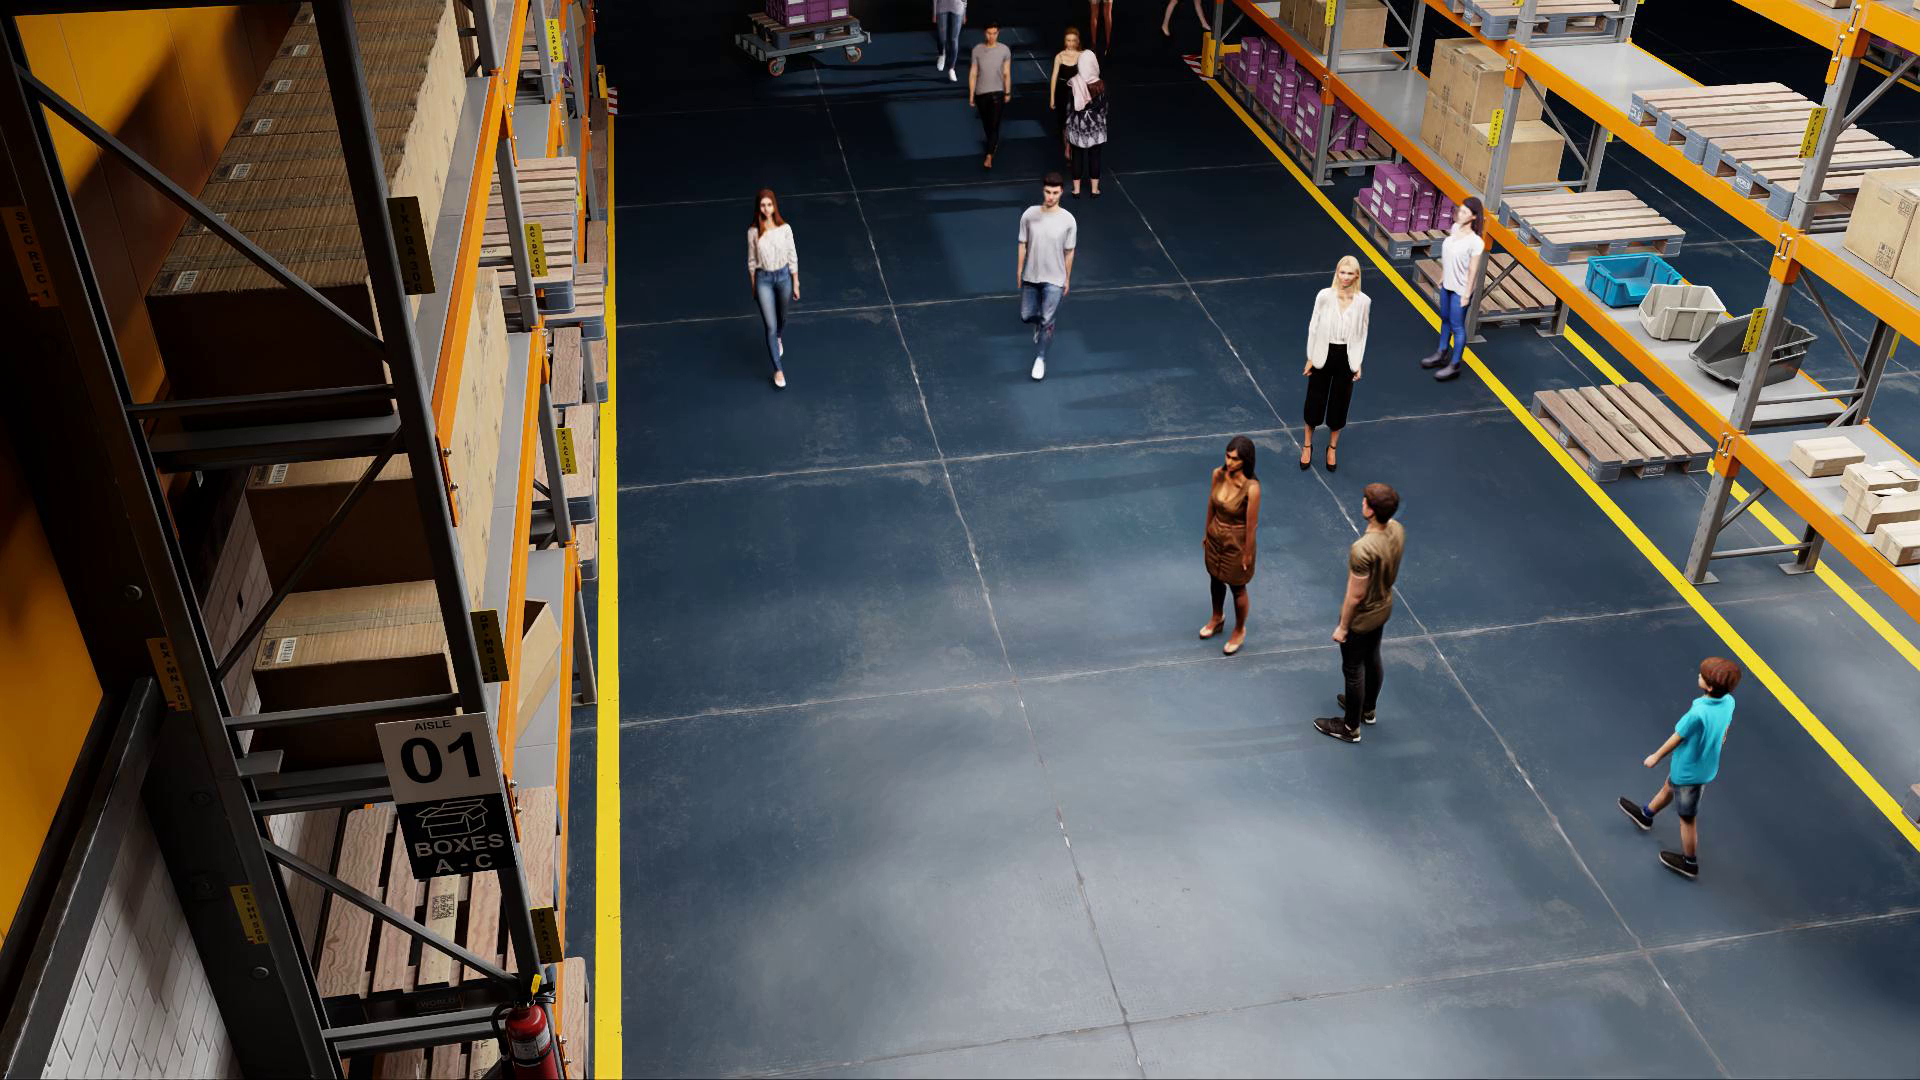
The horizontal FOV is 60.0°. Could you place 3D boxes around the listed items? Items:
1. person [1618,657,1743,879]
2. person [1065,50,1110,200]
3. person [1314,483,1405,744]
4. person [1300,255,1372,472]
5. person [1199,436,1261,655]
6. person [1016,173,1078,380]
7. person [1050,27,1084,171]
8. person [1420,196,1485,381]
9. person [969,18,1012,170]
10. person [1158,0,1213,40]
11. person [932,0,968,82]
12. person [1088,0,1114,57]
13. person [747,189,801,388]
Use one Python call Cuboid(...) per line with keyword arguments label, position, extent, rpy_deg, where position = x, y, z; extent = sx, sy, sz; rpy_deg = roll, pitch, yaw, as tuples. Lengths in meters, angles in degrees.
Cuboid(label="person", position=(4.282, 1.331, 9.566), extent=(0.776, 1.418, 0.948), rpy_deg=(-24, 40, -31))
Cuboid(label="person", position=(1.382, -4.537, 18.198), extent=(0.696, 1.635, 0.695), rpy_deg=(3, 34, 4))
Cuboid(label="person", position=(2.559, 0.454, 10.494), extent=(0.782, 1.851, 0.749), rpy_deg=(26, 41, 33))
Cuboid(label="person", position=(2.980, -1.396, 13.270), extent=(0.668, 1.859, 0.632), rpy_deg=(5, 34, 8))
Cuboid(label="person", position=(1.838, 0.027, 11.288), extent=(0.699, 1.683, 0.595), rpy_deg=(-24, 41, -32))
Cuboid(label="person", position=(0.769, -2.381, 14.748), extent=(0.910, 1.864, 1.072), rpy_deg=(9, 35, 13))
Cuboid(label="person", position=(1.273, -5.094, 19.077), extent=(0.825, 1.589, 1.173), rpy_deg=(1, 34, 1))
Cuboid(label="person", position=(4.399, -2.224, 14.676), extent=(0.664, 1.682, 0.473), rpy_deg=(-8, 34, -11))
Cuboid(label="person", position=(0.359, -5.153, 19.101), extent=(0.898, 1.662, 1.202), rpy_deg=(8, 34, 11))
Cuboid(label="person", position=(3.014, -7.767, 22.987), extent=(0.978, 1.714, 1.103), rpy_deg=(8, 34, 11))
Cuboid(label="person", position=(-0.153, -6.893, 21.663), extent=(0.611, 1.723, 0.699), rpy_deg=(-5, 34, -7))
Cuboid(label="person", position=(1.904, -7.438, 22.419), extent=(0.600, 1.794, 0.574), rpy_deg=(-2, 34, -2))
Cuboid(label="person", position=(-1.659, -2.307, 14.793), extent=(0.606, 1.691, 1.098), rpy_deg=(-7, 34, -10))
